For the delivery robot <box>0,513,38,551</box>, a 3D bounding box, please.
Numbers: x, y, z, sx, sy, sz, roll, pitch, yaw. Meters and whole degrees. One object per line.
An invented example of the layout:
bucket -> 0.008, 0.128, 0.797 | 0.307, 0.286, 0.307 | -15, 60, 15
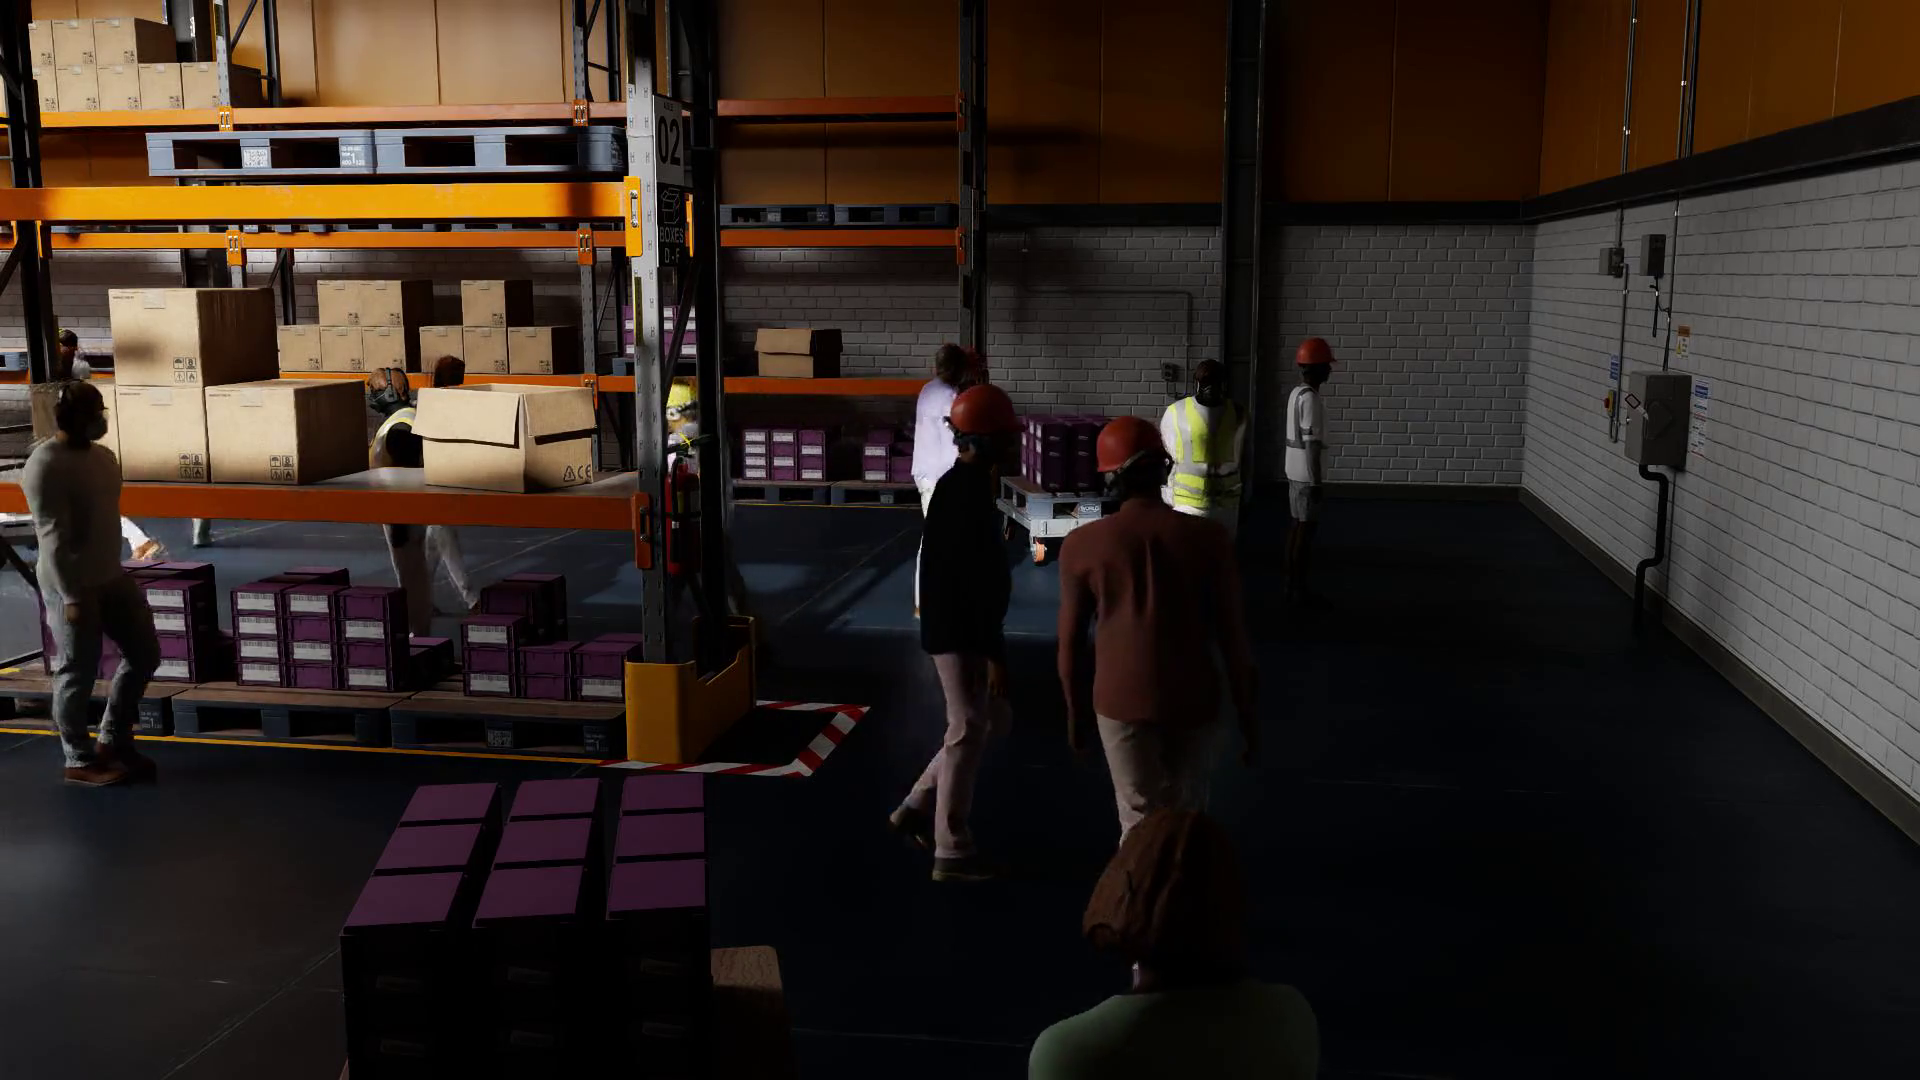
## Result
delivery robot -> -7.692, -0.121, 13.732 | 0.707, 0.478, 0.477 | -8, 12, -41

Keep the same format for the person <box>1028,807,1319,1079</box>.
person -> 0.322, 1.213, 2.538 | 0.521, 1.591, 0.764 | -3, 10, -17

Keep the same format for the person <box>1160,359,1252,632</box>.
person -> 1.618, -0.260, 10.915 | 0.627, 1.844, 0.429 | -1, 9, -6

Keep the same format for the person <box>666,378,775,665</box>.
person -> -1.588, -0.094, 10.108 | 0.983, 1.774, 0.608 | 4, 10, 23

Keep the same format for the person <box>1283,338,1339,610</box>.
person -> 2.521, -0.473, 11.938 | 0.357, 1.938, 0.552 | 0, 9, 0

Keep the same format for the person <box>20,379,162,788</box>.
person -> -4.001, 0.220, 7.692 | 0.518, 1.921, 0.637 | 1, 9, 9

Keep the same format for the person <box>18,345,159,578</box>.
person -> -6.977, -0.631, 13.260 | 0.973, 1.834, 0.555 | -4, 10, -23

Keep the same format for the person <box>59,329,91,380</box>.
person -> -8.502, -1.087, 15.979 | 0.331, 1.865, 0.519 | -1, 9, -5

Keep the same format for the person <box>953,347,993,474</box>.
person -> -0.031, -0.463, 12.083 | 0.371, 1.891, 0.769 | -8, 12, -40

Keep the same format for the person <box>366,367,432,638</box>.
person -> -3.446, -0.144, 10.229 | 0.429, 1.836, 0.625 | -4, 10, -21

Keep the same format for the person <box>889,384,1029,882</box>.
person -> 0.041, 0.378, 6.537 | 0.453, 1.981, 0.618 | 0, 9, -3

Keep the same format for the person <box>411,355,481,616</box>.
person -> -3.488, -0.343, 11.444 | 1.005, 1.830, 0.595 | 5, 10, 28

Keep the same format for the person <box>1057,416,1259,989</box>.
person -> 0.668, 0.552, 5.650 | 0.657, 1.928, 0.988 | -1, 9, -6

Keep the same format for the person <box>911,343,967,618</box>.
person -> -0.139, -0.408, 11.607 | 0.424, 1.922, 0.653 | -3, 10, -18

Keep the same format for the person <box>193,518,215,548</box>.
person -> -6.663, -0.902, 14.762 | 0.585, 1.877, 0.813 | -1, 9, -6
